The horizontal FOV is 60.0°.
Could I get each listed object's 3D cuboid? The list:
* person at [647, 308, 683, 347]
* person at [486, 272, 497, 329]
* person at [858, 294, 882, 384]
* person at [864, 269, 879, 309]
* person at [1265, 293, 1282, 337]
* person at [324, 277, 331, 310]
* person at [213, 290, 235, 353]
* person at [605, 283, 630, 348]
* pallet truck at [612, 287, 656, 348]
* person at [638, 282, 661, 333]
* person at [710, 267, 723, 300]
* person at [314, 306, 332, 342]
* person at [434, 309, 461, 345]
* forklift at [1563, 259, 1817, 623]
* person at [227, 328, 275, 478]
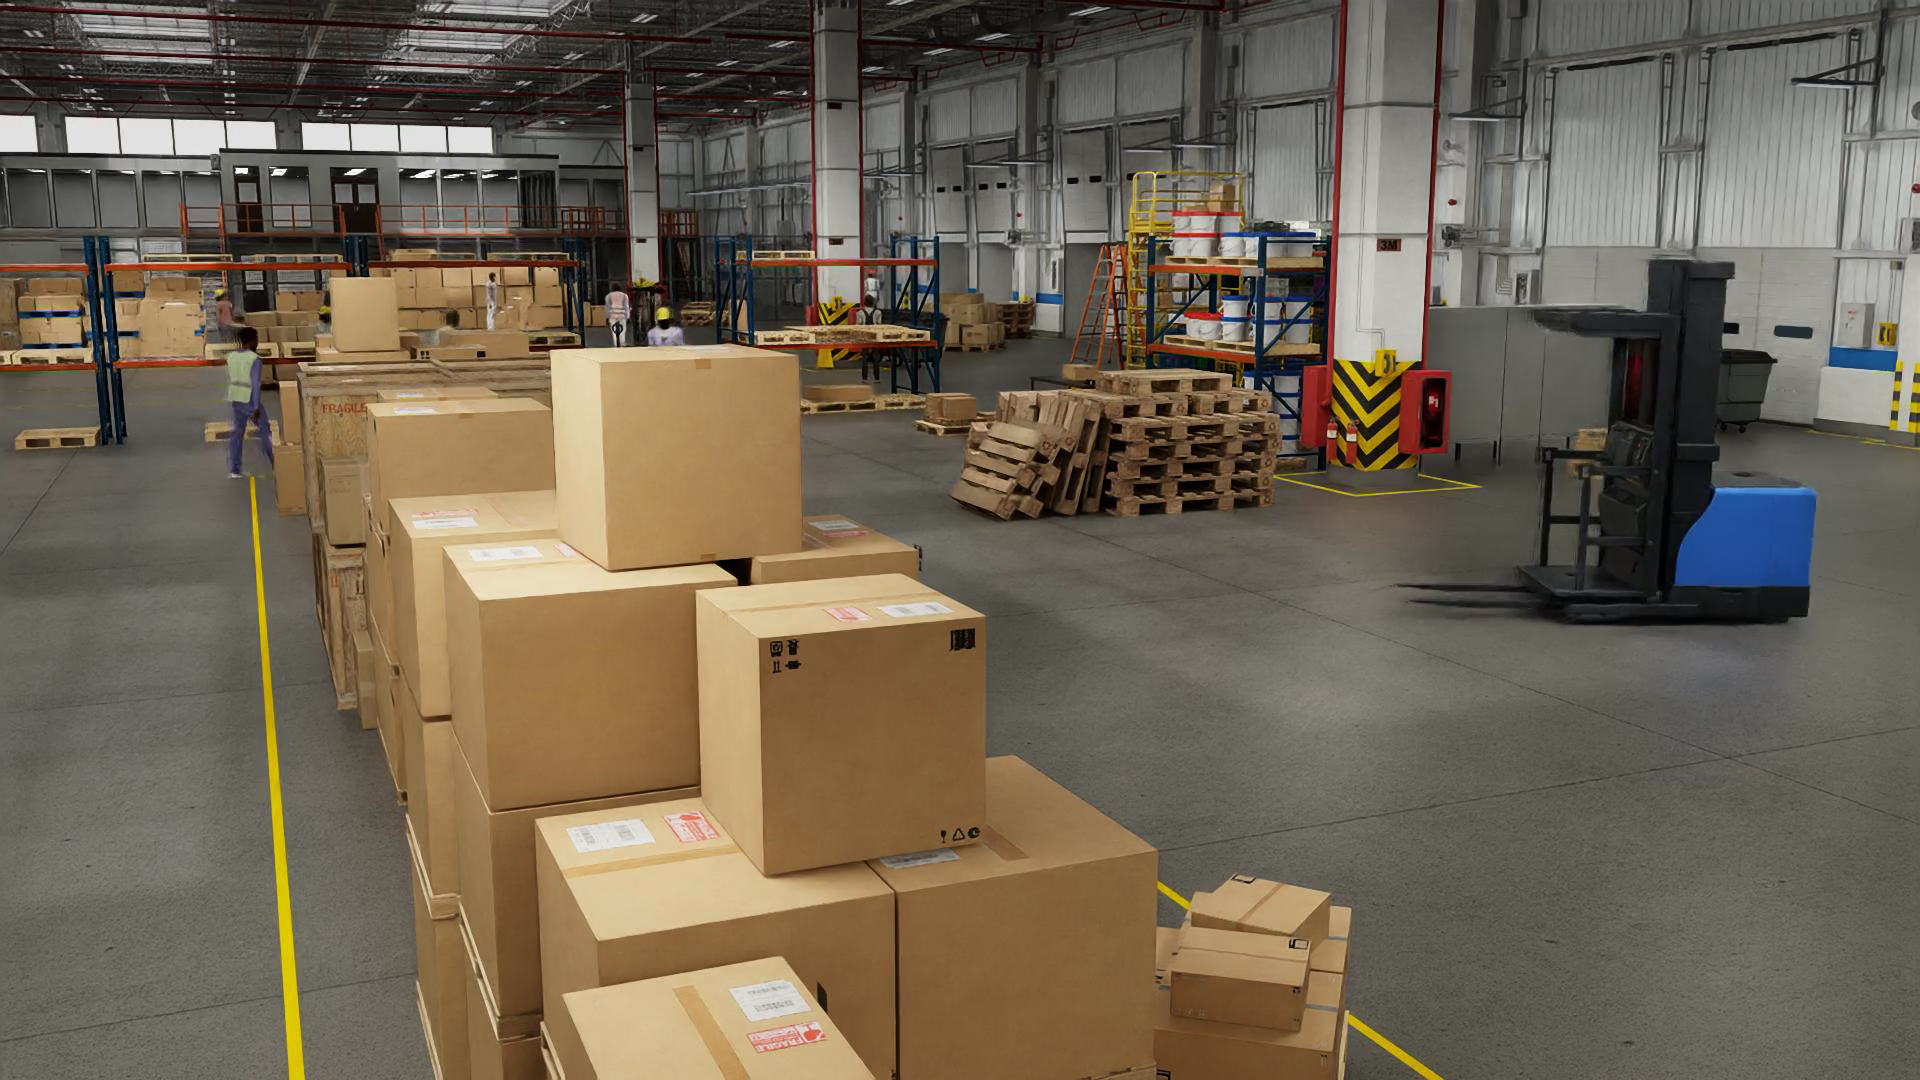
[{"bbox_3d":[-4.774,-2.817,26.972,0.607,1.874,0.976,0,10,0],"label":"person"},{"bbox_3d":[-14.876,-7.538,52.870,0.380,1.930,0.625,0,10,1],"label":"person"},{"bbox_3d":[-1.861,-4.148,34.399,0.506,1.847,0.345,0,10,-1],"label":"person"},{"bbox_3d":[-3.172,-8.695,59.237,0.569,1.924,0.496,-2,10,-8],"label":"person"},{"bbox_3d":[6.020,-3.841,32.453,0.545,1.938,0.356,4,11,23],"label":"person"},{"bbox_3d":[-16.755,-6.045,44.498,0.433,1.980,0.631,4,11,19],"label":"person"},{"bbox_3d":[-18.543,-5.477,42.093,0.880,1.706,0.597,7,12,32],"label":"person"},{"bbox_3d":[-9.147,-5.944,44.421,0.658,1.795,0.932,-2,10,-9],"label":"person"},{"bbox_3d":[-6.464,-4.406,35.401,0.823,1.965,1.885,6,12,32],"label":"pallet truck"},{"bbox_3d":[-8.162,-5.867,43.845,0.621,1.859,1.002,-2,10,-9],"label":"person"},{"bbox_3d":[-11.687,-12.444,79.783,0.629,1.970,0.609,-2,10,-11],"label":"person"},{"bbox_3d":[-12.128,-3.611,31.816,0.488,1.705,0.860,2,11,13],"label":"person"},{"bbox_3d":[-7.999,-2.609,25.766,0.640,1.912,0.765,9,13,40],"label":"person"},{"bbox_3d":[5.707,-0.821,13.213,1.873,2.768,1.129,1,10,3],"label":"forklift"},{"bbox_3d":[-8.936,-1.744,21.064,0.608,1.871,0.944,5,11,25],"label":"person"}]
